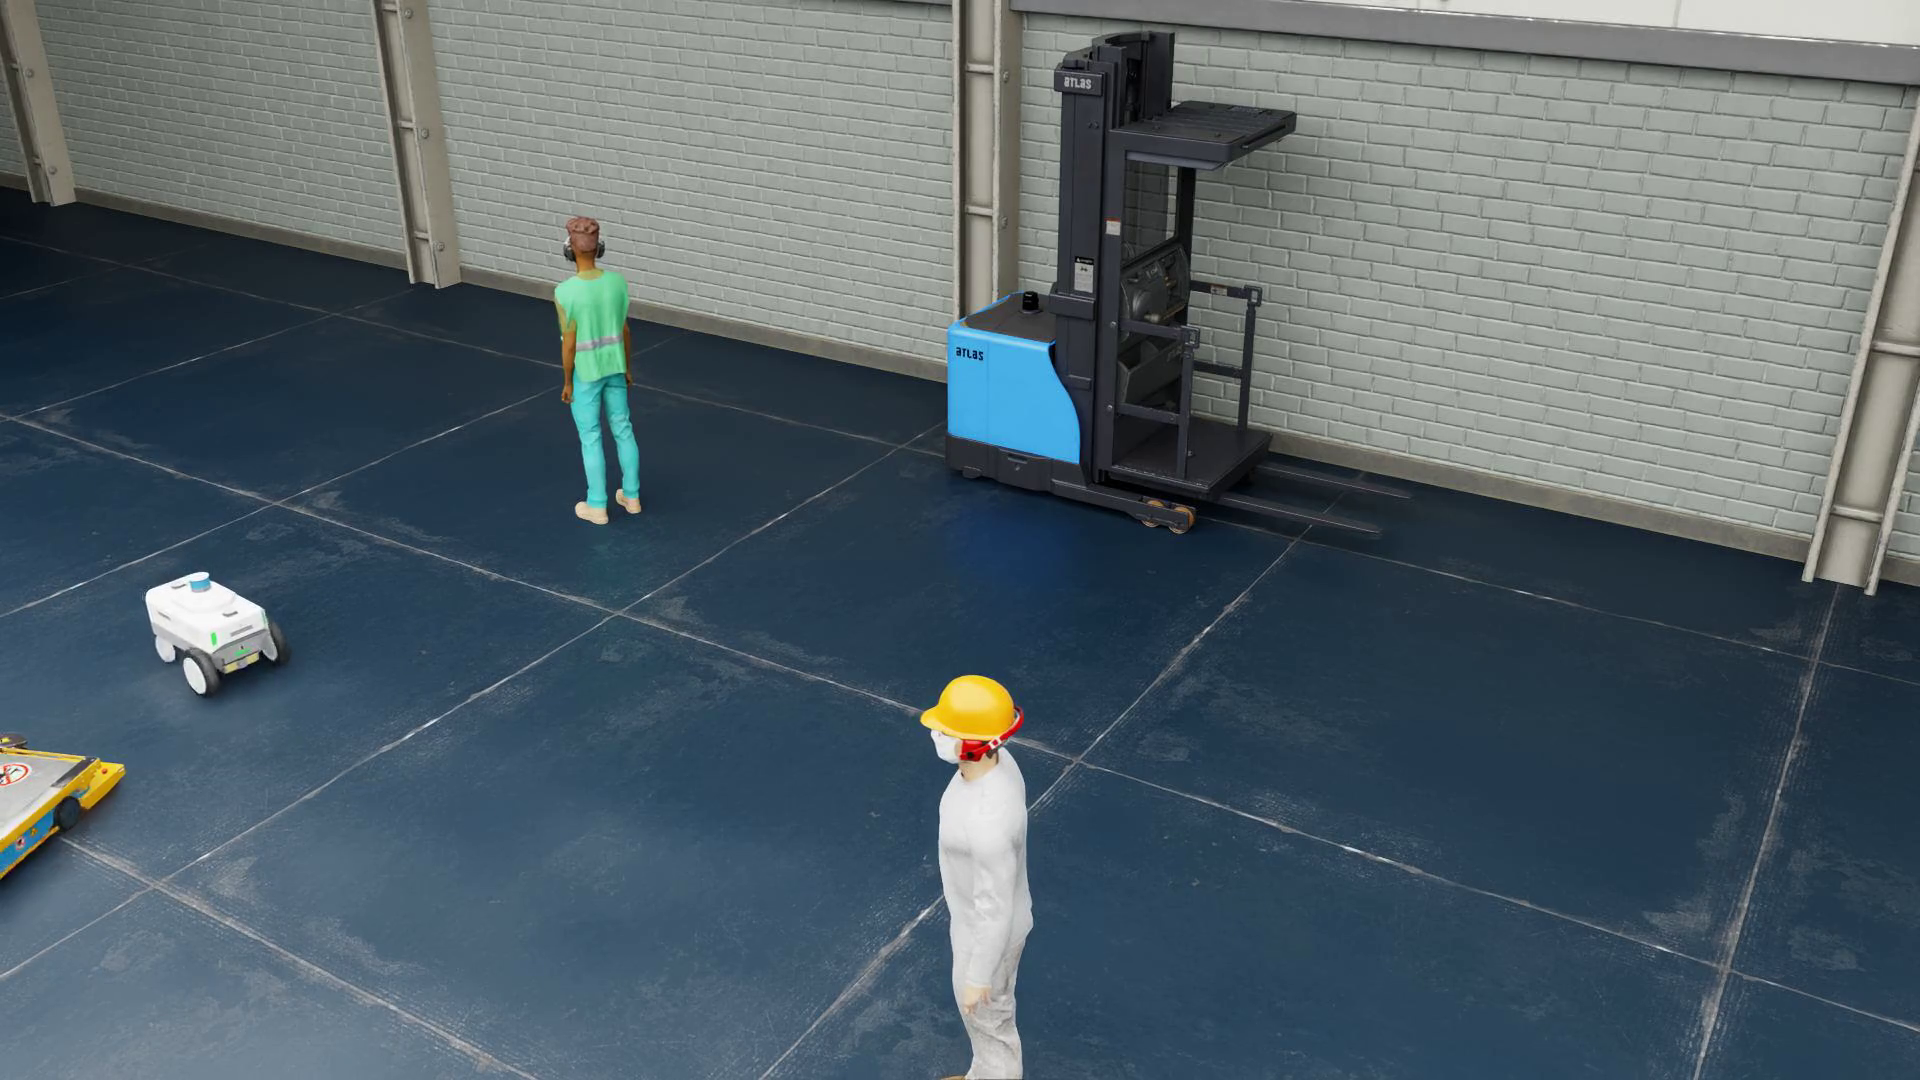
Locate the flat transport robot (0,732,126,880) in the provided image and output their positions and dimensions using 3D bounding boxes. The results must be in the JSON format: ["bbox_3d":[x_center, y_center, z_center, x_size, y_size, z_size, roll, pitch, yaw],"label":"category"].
[{"bbox_3d":[-4.476,1.340,7.423,0.659,0.231,1.431,5,26,9],"label":"flat transport robot"}]

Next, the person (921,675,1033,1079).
[{"bbox_3d":[0.062,1.293,5.622,0.368,1.897,0.571,-1,25,-1],"label":"person"}]

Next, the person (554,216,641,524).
[{"bbox_3d":[-2.283,-1.056,10.496,0.488,1.977,0.393,-20,32,-36],"label":"person"}]

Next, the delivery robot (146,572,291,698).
[{"bbox_3d":[-4.025,0.467,8.940,0.789,0.598,0.499,18,31,34],"label":"delivery robot"}]

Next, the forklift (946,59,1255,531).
[{"bbox_3d":[0.933,-1.707,10.833,1.873,2.768,1.129,15,29,28],"label":"forklift"}]
